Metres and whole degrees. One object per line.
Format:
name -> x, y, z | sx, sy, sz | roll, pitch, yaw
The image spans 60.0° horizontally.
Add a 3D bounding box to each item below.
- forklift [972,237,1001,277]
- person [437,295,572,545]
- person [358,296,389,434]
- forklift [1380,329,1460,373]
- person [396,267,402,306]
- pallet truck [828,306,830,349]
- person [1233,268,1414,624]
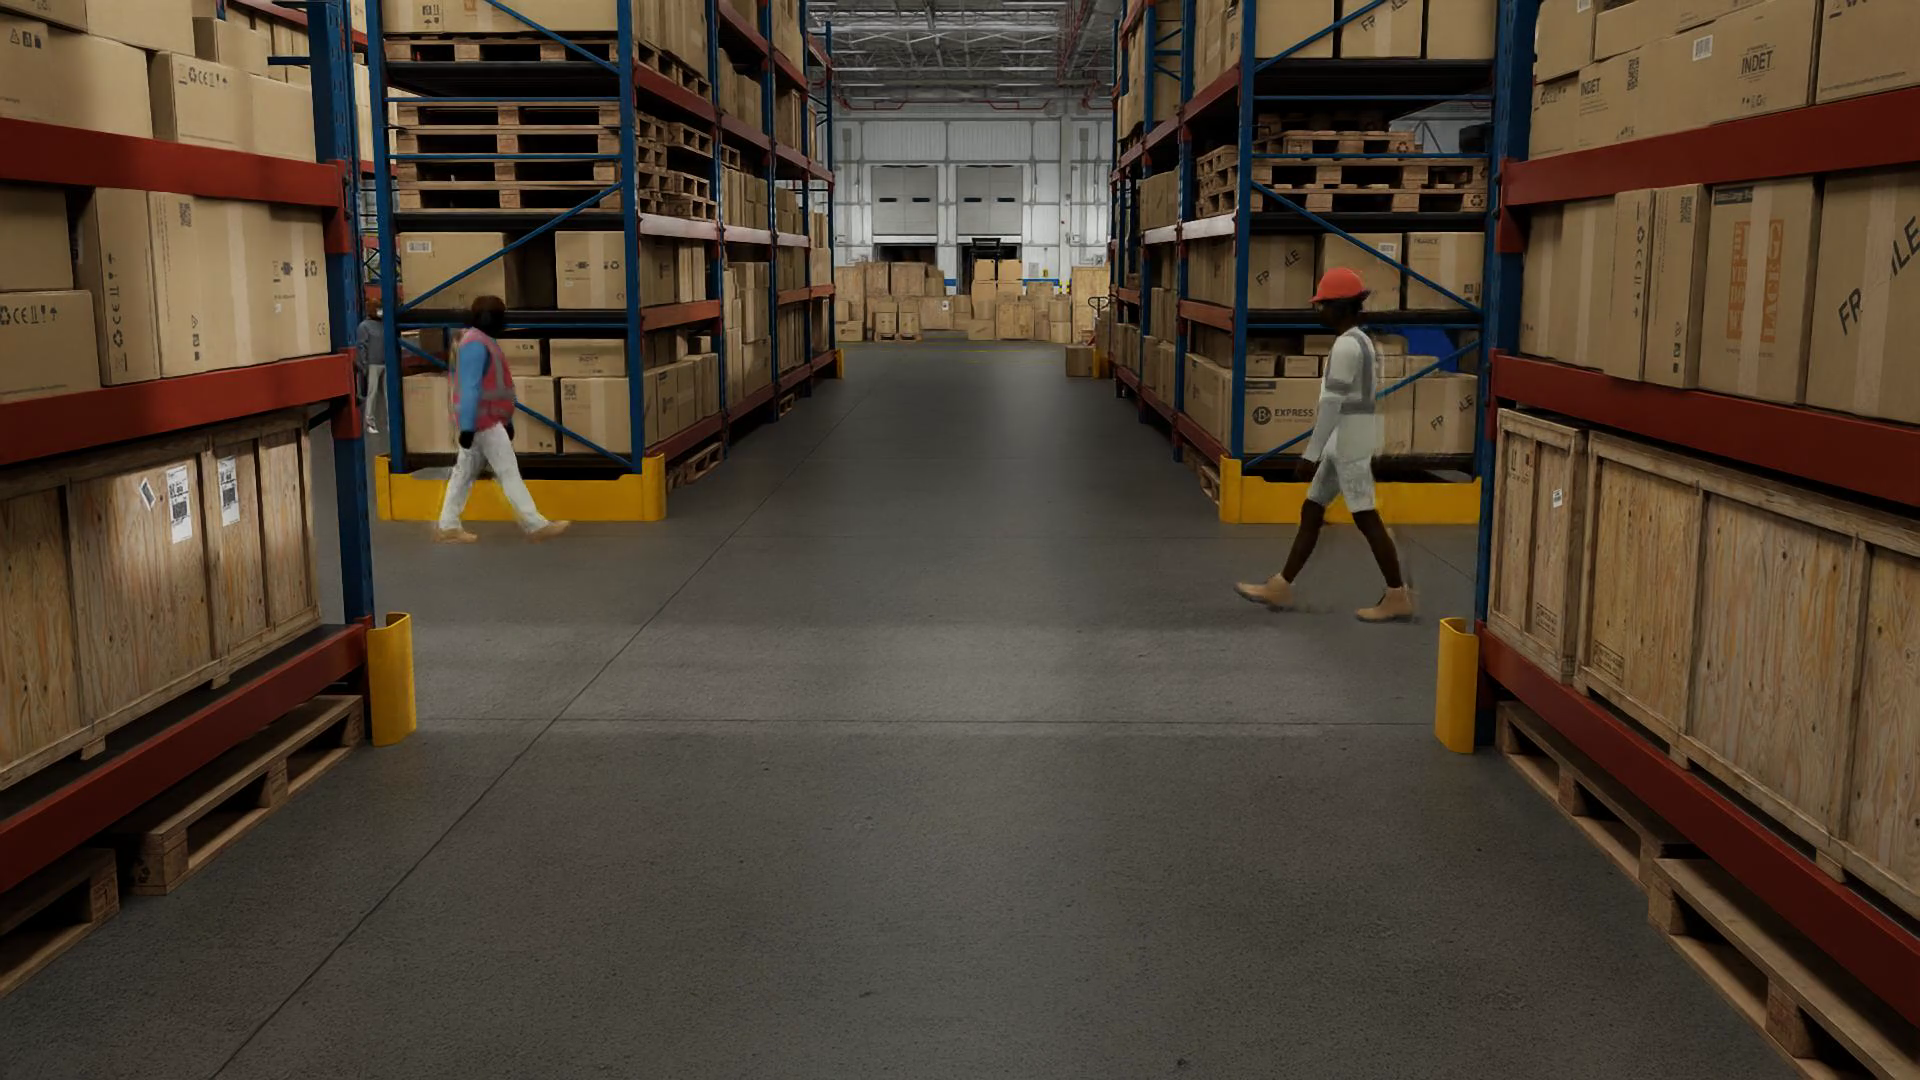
forklift -> 0.851, -8.408, 53.923 | 1.129, 2.768, 1.873 | 0, 9, 1
person -> -3.324, -0.846, 11.892 | 0.974, 1.785, 0.645 | -2, 10, -12
person -> -6.875, -2.065, 19.700 | 0.287, 1.623, 0.499 | 7, 12, 38
forklift -> 7.542, -3.738, 25.954 | 1.873, 2.768, 1.129 | 0, 9, 1
person -> -18.819, -8.124, 55.197 | 0.745, 1.896, 0.627 | -7, 12, -36
pallet truck -> -3.100, -3.940, 29.800 | 1.885, 1.965, 0.823 | 3, 10, 19
person -> 2.100, -0.520, 9.349 | 1.038, 1.989, 0.635 | 2, 10, 14
